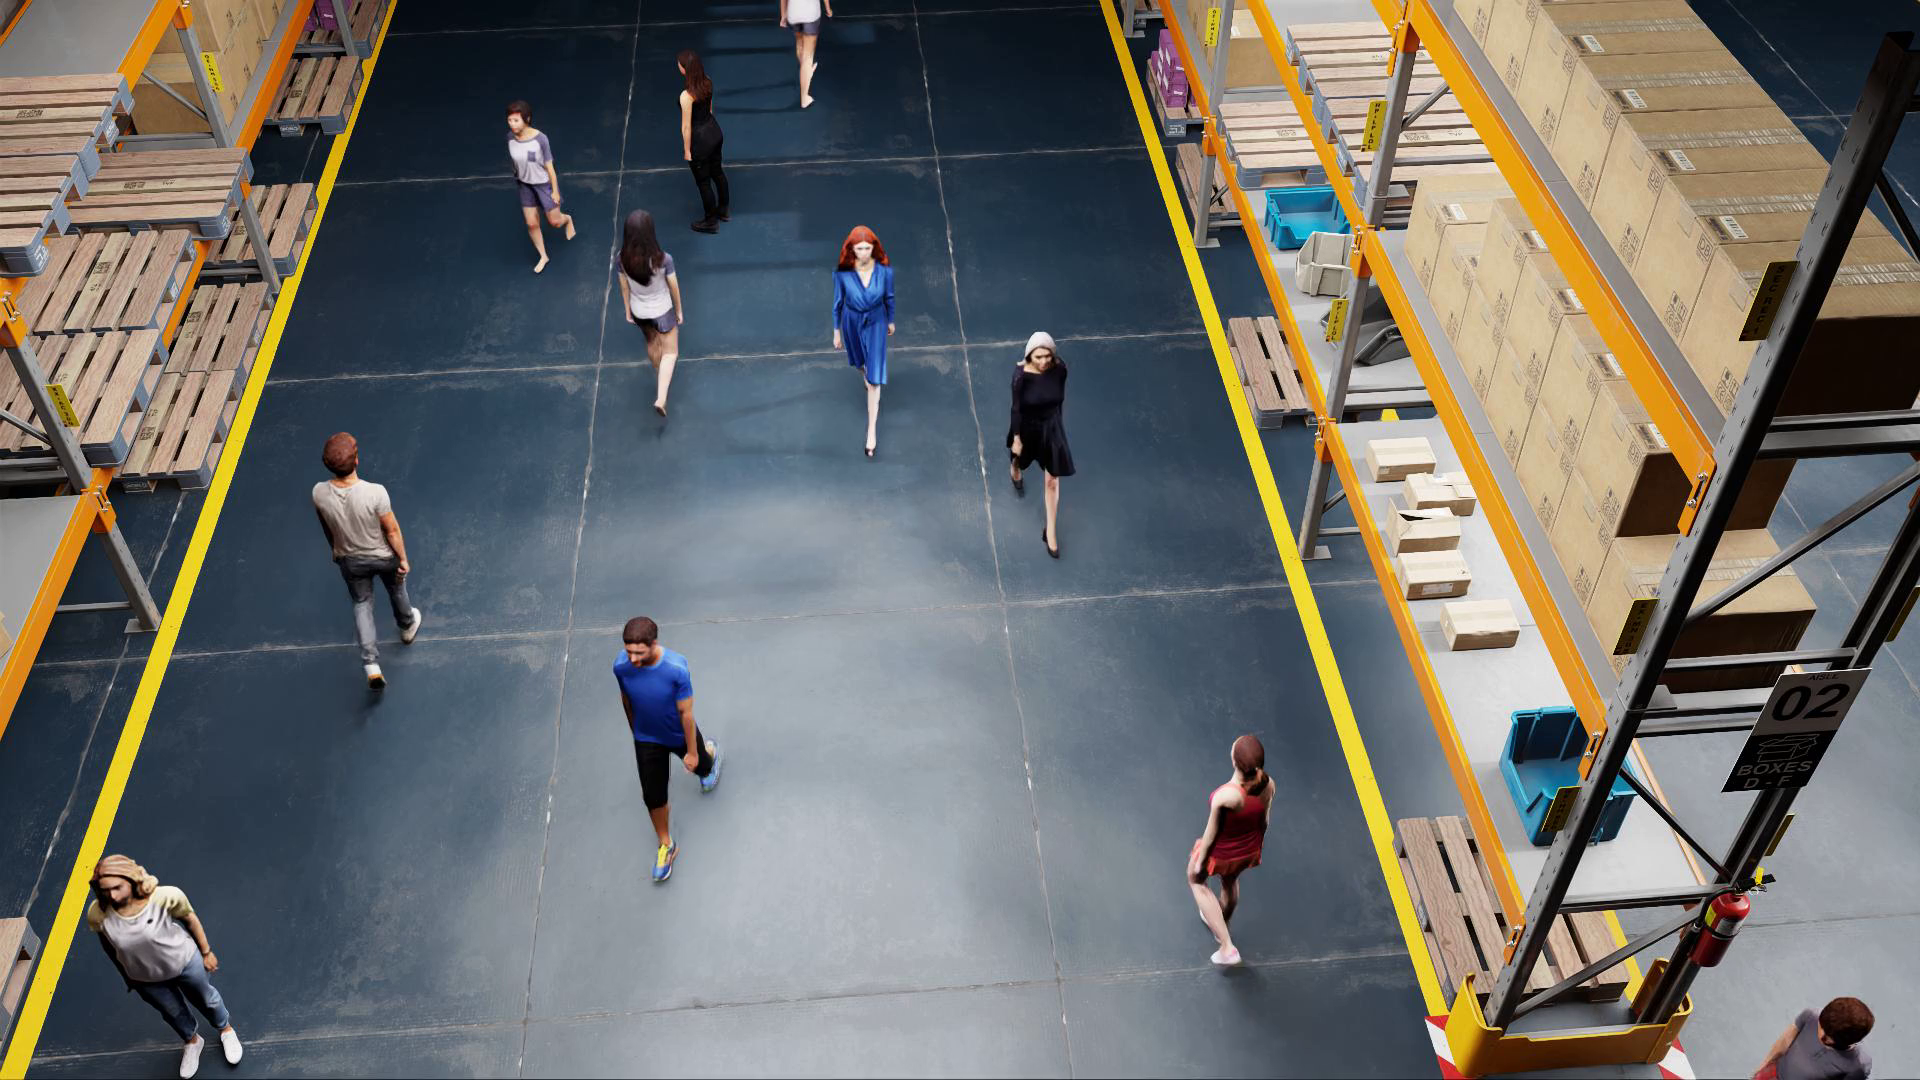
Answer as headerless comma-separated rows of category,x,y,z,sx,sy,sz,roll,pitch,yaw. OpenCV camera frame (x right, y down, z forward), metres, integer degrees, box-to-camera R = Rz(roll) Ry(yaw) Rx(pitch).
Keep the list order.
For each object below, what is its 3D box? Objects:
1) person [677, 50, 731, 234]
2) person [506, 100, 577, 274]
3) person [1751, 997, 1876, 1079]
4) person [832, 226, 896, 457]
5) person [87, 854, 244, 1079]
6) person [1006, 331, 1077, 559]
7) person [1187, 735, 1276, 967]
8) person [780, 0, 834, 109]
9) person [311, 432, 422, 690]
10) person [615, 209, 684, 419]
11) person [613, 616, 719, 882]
person,-2.243,-3.486,14.530,0.714,1.686,0.610,18,46,18
person,-3.579,-3.060,14.189,0.714,1.541,0.887,10,45,10
person,4.149,2.665,8.109,0.762,1.639,0.749,-16,46,-16
person,-0.719,-1.605,12.486,0.682,1.783,1.158,-1,44,-1
person,-4.097,2.172,8.565,0.679,1.723,0.633,-14,45,-14
person,0.498,-0.785,11.690,0.743,1.694,1.229,-12,45,-12
person,1.496,1.731,9.014,0.702,1.743,0.835,-17,46,-17
person,-1.545,-5.020,16.138,0.828,1.692,1.065,12,45,13
person,-3.791,0.144,10.583,0.685,1.877,1.084,-5,44,-5
person,-2.361,-1.709,12.667,0.720,1.685,1.053,3,44,4
person,-1.666,1.059,9.649,0.744,1.840,1.238,3,44,4
